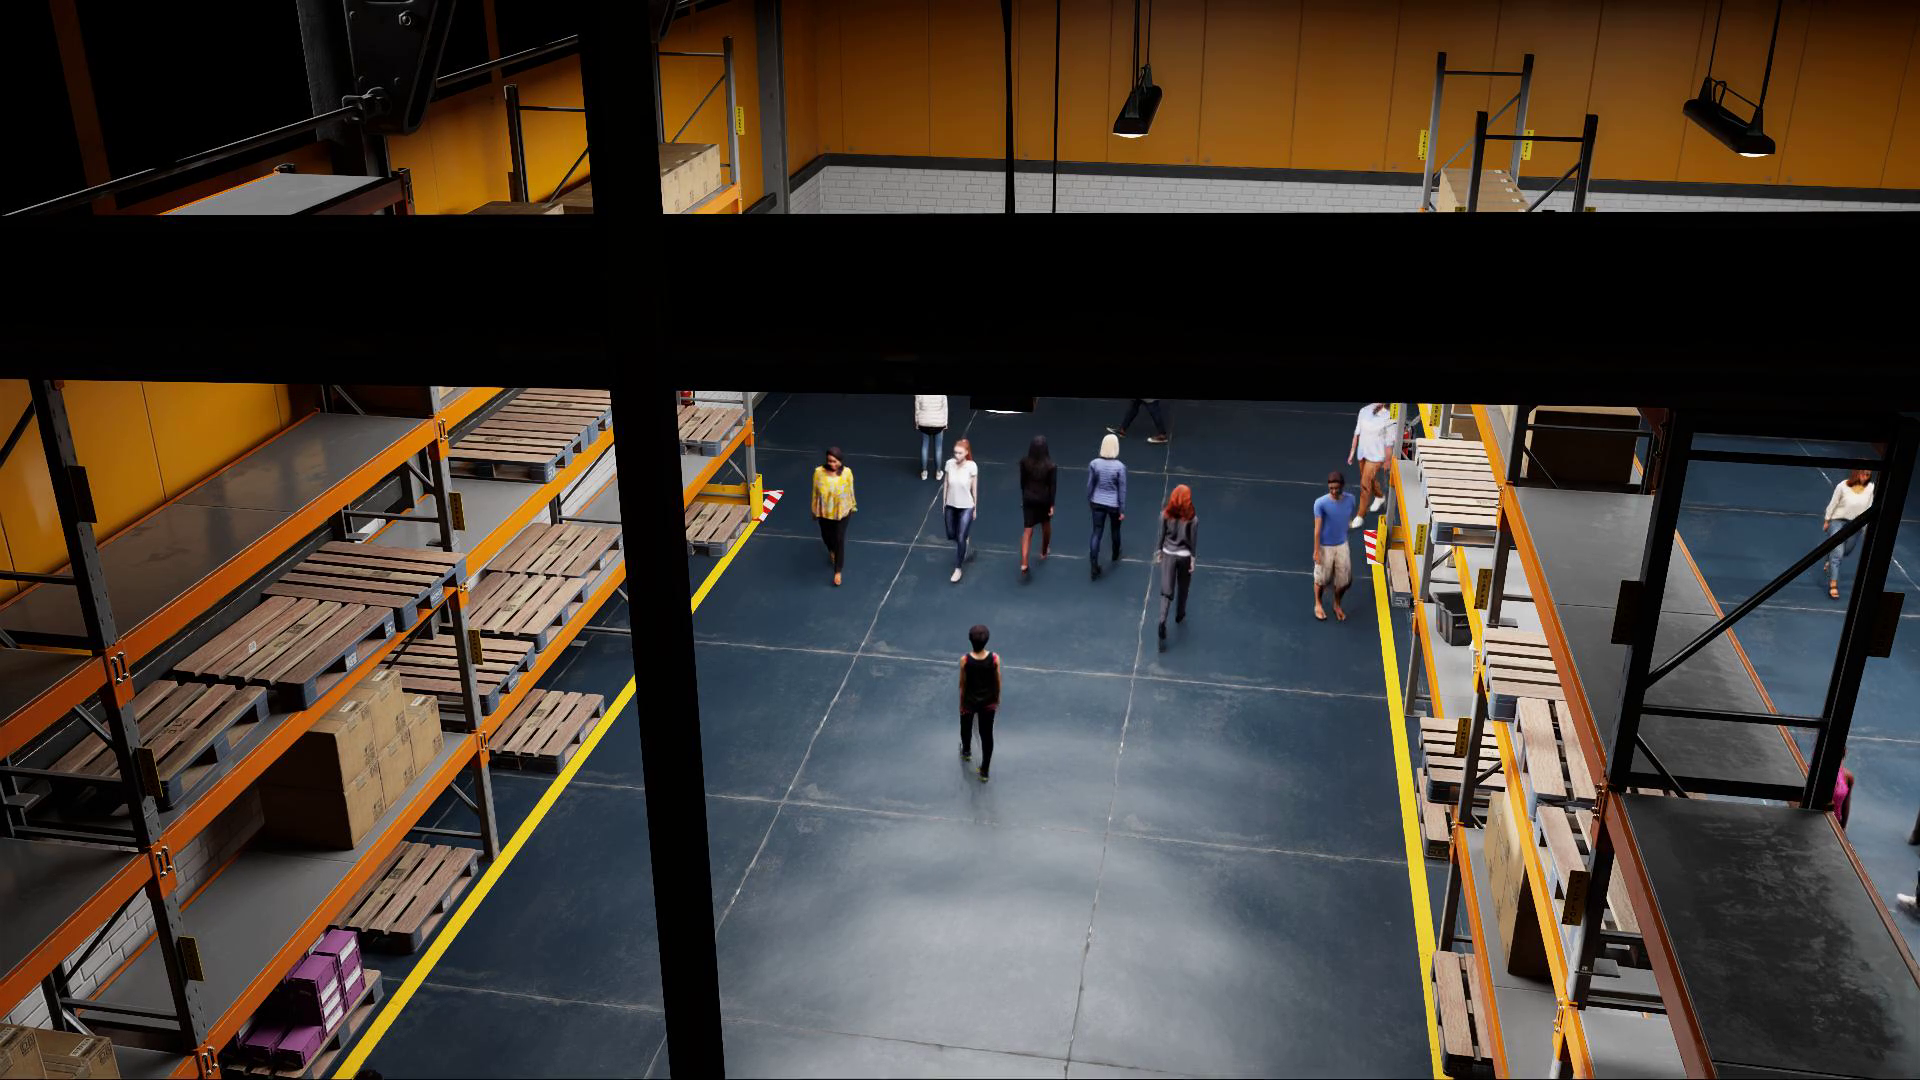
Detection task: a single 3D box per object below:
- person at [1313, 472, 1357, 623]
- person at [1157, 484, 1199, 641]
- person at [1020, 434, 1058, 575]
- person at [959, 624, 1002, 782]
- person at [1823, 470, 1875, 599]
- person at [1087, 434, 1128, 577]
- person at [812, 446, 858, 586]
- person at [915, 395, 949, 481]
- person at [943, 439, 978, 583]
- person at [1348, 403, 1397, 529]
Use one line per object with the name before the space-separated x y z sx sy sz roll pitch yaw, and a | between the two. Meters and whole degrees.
person | 4.147 0.036 18.571 0.756 1.827 0.823 -7 25 -15
person | 2.338 0.262 18.161 0.712 1.742 1.168 8 25 17
person | 0.891 -0.406 19.759 0.656 1.686 1.174 5 24 12
person | 0.182 1.538 15.509 0.692 1.528 0.927 -2 24 -5
person | 10.277 -0.191 19.324 0.664 1.642 1.010 5 24 12
person | 1.708 -0.386 19.691 0.806 1.705 1.144 9 25 20
person | -1.502 -0.342 19.690 0.812 1.625 1.086 0 24 0
person | -0.380 -1.614 22.584 0.602 1.636 0.543 3 24 7
person | 0.032 -0.396 19.695 0.672 1.719 0.975 9 25 19
person | 5.285 -1.096 21.201 1.235 1.795 1.148 -17 29 -33
